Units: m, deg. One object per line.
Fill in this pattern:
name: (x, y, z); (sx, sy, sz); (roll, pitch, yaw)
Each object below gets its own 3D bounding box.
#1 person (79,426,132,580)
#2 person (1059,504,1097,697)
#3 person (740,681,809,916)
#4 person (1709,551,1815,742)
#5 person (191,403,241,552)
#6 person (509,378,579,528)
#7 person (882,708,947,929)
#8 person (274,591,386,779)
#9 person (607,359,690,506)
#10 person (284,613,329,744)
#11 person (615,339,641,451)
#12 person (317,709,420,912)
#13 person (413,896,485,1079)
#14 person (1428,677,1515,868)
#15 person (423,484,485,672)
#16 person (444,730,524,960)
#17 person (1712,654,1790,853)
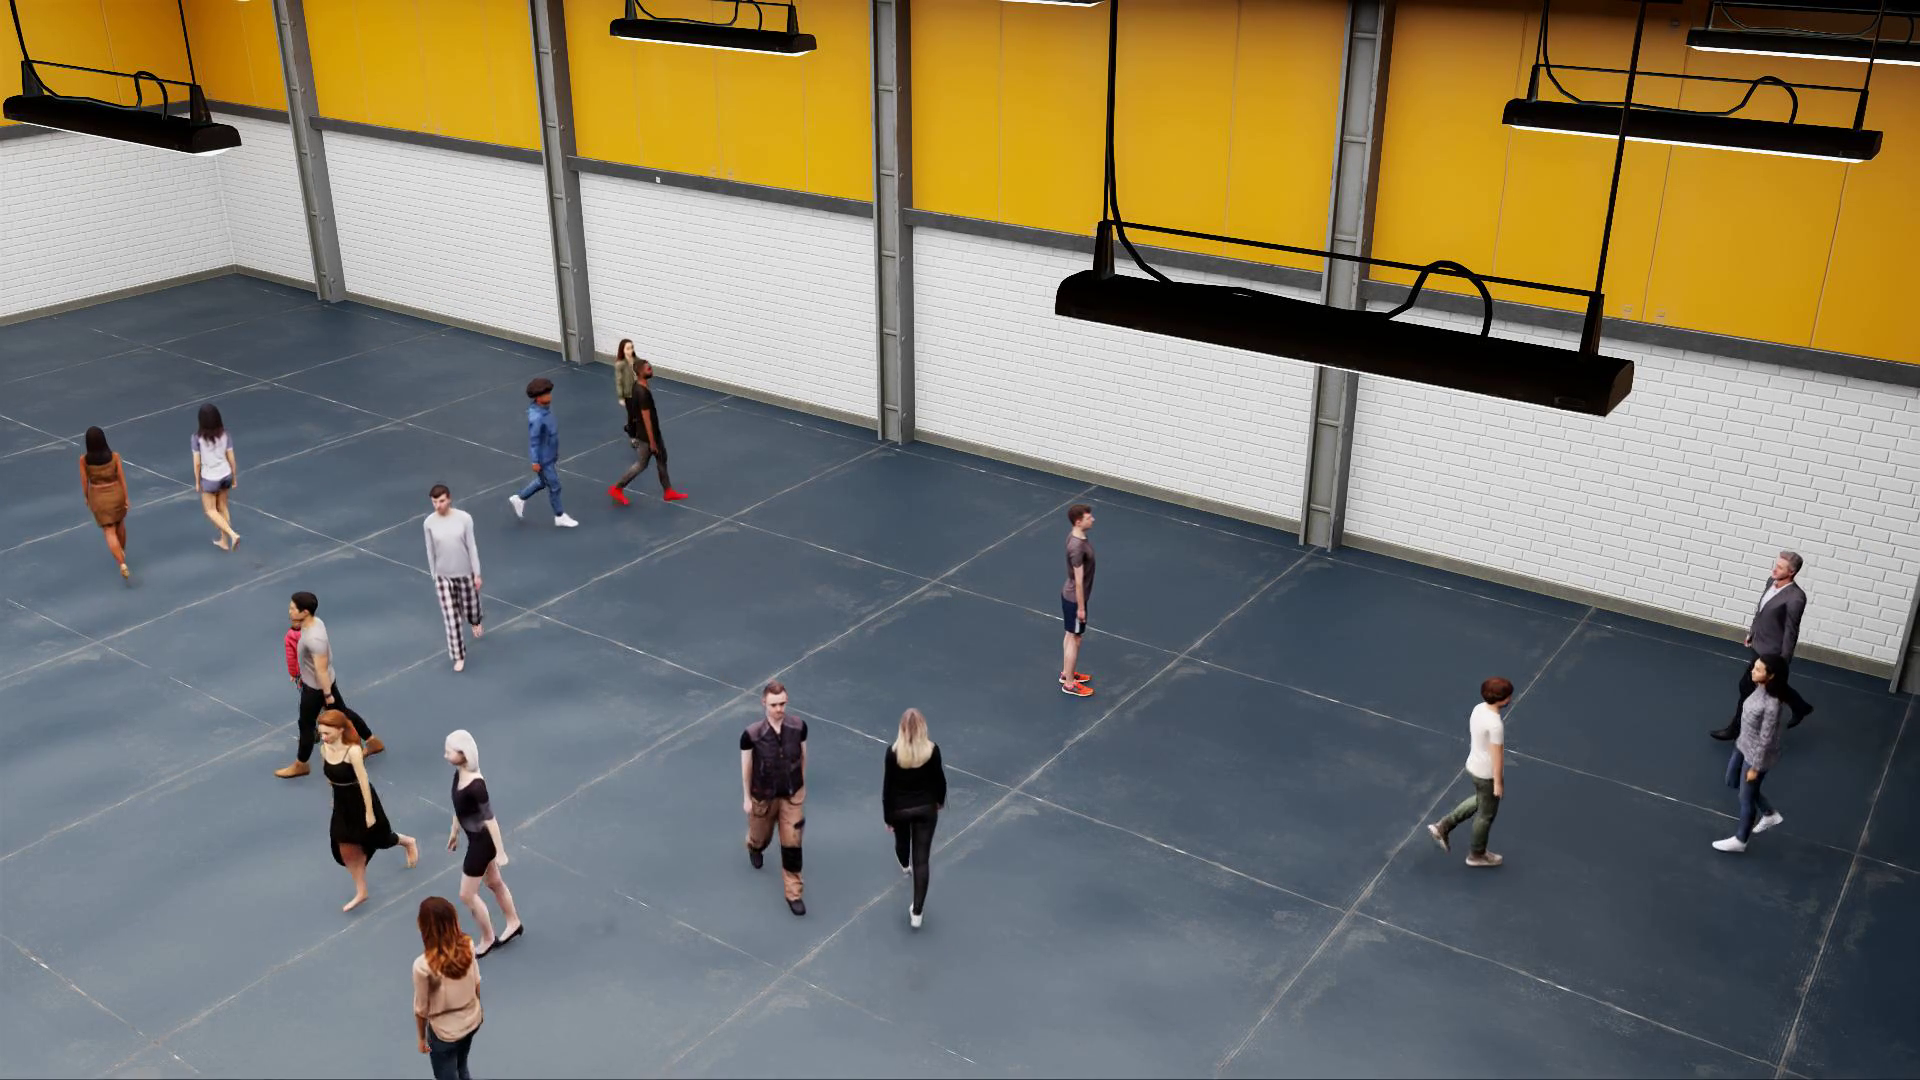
person: (-9.041, -0.356, 17.659); (0.802, 1.649, 1.127); (-15, 28, -31)
person: (1.072, 0.532, 15.374); (0.740, 1.853, 0.733); (1, 24, 3)
person: (-1.401, 1.850, 12.406); (1.060, 1.815, 1.189); (-9, 25, -19)
person: (7.146, 0.930, 14.522); (1.264, 1.806, 1.065); (2, 24, 5)
person: (-8.107, -0.636, 18.216); (0.891, 1.716, 0.654); (18, 30, 36)
person: (-4.810, -0.974, 18.907); (1.182, 1.781, 1.009); (3, 24, 6)
person: (-0.330, 2.055, 12.154); (1.137, 1.641, 1.162); (-3, 24, -6)
person: (-5.323, 1.199, 14.061); (1.107, 1.682, 1.125); (-7, 25, -16)
person: (-3.760, -1.229, 19.501); (1.222, 1.774, 1.176); (-4, 24, -10)
person: (-5.711, 1.148, 14.632); (0.582, 1.318, 0.598); (-14, 27, -29)
person: (-4.256, -1.889, 21.397); (0.708, 1.465, 0.629); (19, 30, 37)
person: (-4.456, 1.946, 12.460); (0.962, 1.596, 0.786); (9, 25, 19)
person: (-2.984, 2.946, 9.952); (0.991, 1.772, 0.644); (19, 30, 37)
person: (3.948, 1.790, 12.758); (0.922, 1.643, 0.816); (0, 24, 0)
person: (-4.816, 0.304, 15.931); (0.995, 1.824, 1.064); (-4, 24, -10)
person: (-3.297, 2.127, 11.778); (0.823, 1.811, 0.748); (-14, 27, -30)
person: (6.283, 1.669, 12.937); (0.875, 1.721, 0.792); (4, 24, 9)
